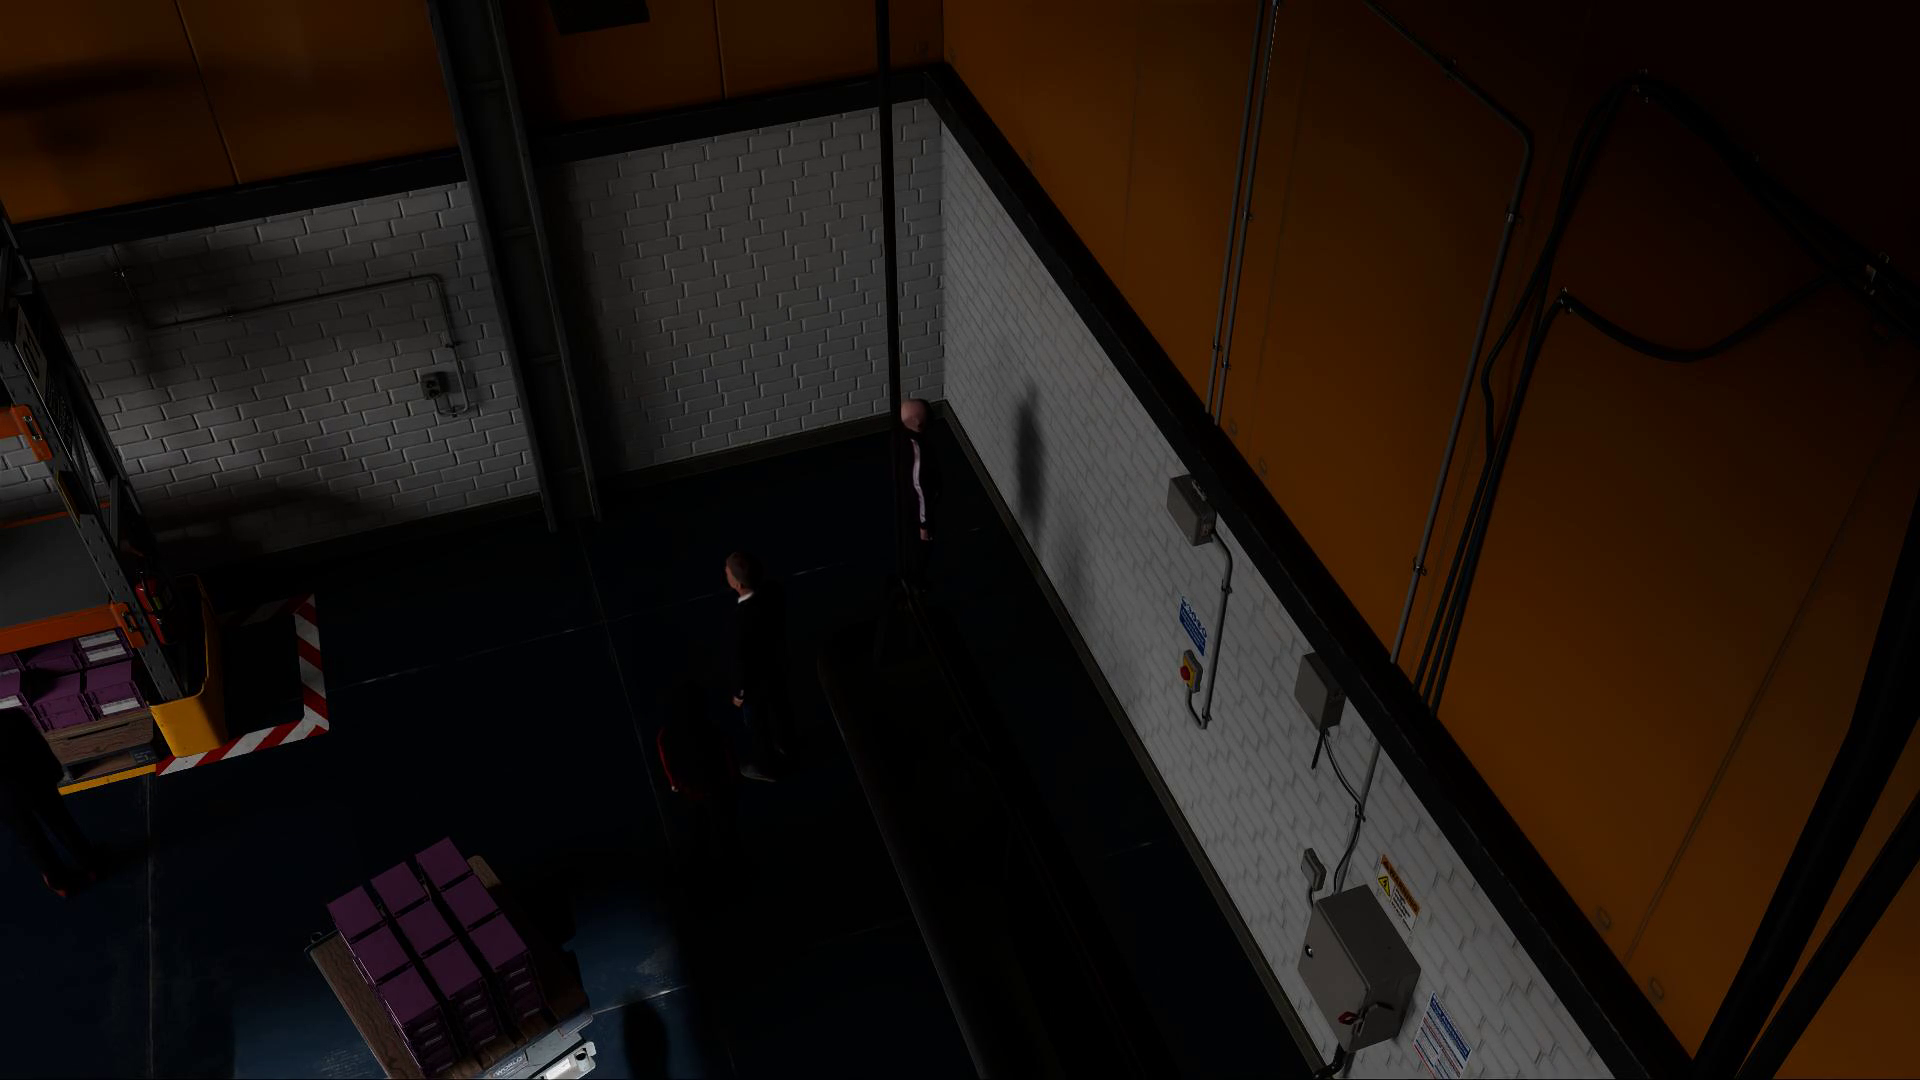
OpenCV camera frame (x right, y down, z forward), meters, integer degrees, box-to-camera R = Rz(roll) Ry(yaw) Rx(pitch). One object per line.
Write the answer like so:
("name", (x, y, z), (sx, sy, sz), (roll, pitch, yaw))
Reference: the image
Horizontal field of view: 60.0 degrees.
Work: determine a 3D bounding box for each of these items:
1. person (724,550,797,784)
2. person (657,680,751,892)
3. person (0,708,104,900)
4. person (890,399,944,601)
("person", (-1.204, 0.761, 10.035), (0.815, 1.814, 0.750), (19, 47, 19))
("person", (-1.441, 1.432, 9.445), (0.581, 1.654, 0.716), (3, 44, 3))
("person", (-5.325, 1.418, 9.409), (0.586, 1.725, 0.760), (-31, 51, -28))
("person", (-0.310, -0.202, 11.029), (0.584, 1.835, 0.698), (-11, 45, -11))
